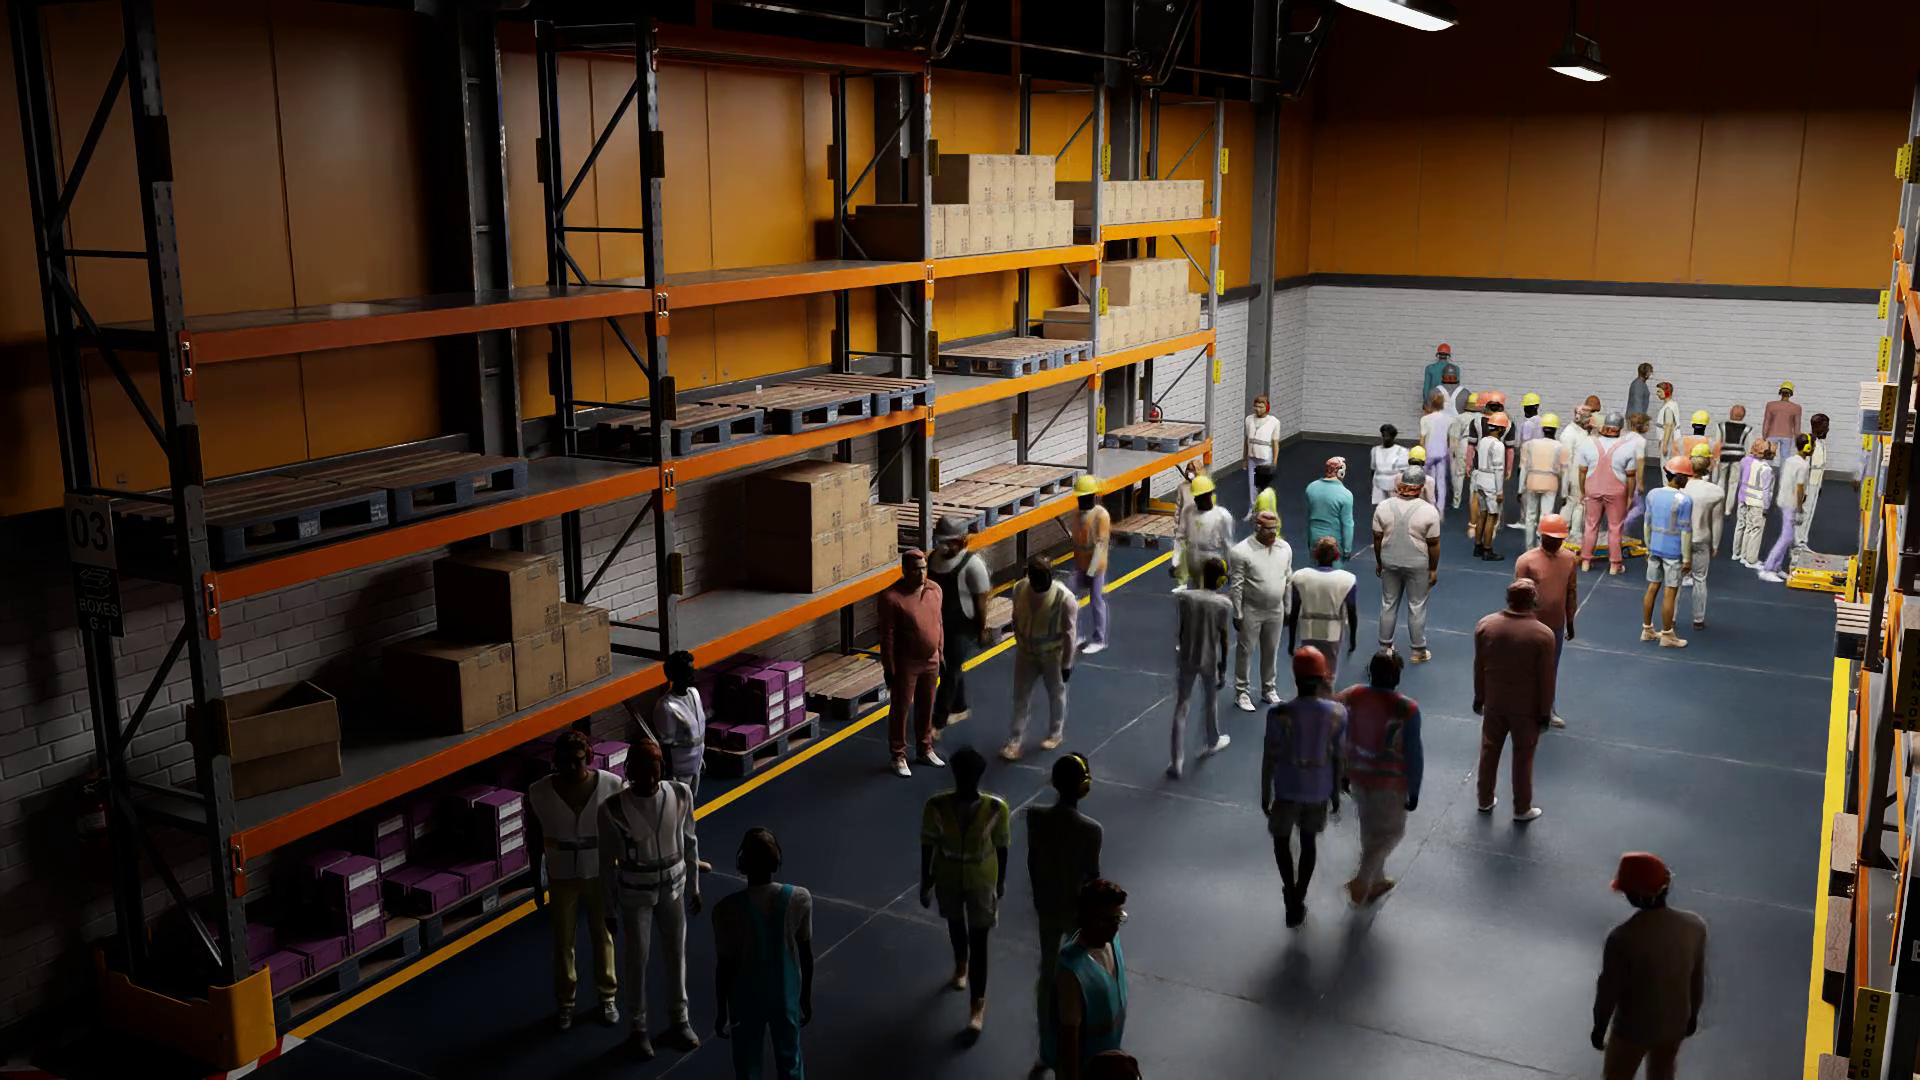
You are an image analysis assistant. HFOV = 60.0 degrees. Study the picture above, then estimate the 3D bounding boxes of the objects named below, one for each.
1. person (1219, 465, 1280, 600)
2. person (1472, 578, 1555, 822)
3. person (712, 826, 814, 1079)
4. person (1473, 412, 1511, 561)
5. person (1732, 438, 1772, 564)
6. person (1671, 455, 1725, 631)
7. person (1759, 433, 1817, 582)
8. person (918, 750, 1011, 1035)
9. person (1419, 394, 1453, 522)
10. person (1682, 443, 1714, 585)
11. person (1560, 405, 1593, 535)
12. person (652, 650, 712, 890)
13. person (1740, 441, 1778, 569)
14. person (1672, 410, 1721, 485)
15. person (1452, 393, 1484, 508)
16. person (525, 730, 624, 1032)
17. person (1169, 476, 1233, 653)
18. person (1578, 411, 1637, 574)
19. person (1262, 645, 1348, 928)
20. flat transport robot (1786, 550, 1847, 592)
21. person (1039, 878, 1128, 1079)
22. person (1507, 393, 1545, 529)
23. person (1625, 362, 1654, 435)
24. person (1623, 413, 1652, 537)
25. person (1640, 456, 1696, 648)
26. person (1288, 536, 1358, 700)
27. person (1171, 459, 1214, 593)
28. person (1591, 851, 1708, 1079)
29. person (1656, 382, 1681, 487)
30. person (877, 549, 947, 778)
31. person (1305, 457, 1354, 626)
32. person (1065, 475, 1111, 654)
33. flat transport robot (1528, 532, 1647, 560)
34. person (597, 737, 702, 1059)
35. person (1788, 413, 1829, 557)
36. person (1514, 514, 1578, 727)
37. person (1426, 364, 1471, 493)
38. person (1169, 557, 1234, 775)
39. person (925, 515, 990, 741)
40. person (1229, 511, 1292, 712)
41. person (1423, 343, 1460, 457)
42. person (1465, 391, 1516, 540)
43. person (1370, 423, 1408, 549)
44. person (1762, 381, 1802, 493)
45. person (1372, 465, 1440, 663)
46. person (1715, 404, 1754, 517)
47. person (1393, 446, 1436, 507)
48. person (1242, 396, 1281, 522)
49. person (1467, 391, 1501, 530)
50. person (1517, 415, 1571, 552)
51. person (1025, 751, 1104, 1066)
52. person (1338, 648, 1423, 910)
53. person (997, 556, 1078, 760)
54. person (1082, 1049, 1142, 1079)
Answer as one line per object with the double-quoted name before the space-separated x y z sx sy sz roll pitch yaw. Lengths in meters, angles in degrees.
"person" 3.481 -0.060 19.278 0.848 1.636 0.545 5 14 21
"person" 4.299 1.225 12.929 0.655 1.907 0.406 12 17 42
"person" -0.974 2.299 8.260 0.507 1.846 0.344 -5 14 -22
"person" 6.880 -0.695 21.489 0.389 1.925 0.550 -2 13 -9
"person" 10.131 -0.493 21.241 0.324 1.631 0.520 -4 13 -18
"person" 8.000 0.027 18.229 0.638 1.936 0.391 5 14 23
"person" 10.126 -0.396 20.370 0.519 1.842 0.513 2 13 9
"person" 0.025 2.028 9.909 0.536 1.648 0.890 2 13 8
"person" 6.809 -1.203 24.036 0.530 1.794 0.884 -2 13 -9
"person" 8.907 -0.317 20.230 0.365 1.736 0.488 -3 13 -12
"person" 8.311 -0.883 22.403 0.400 1.894 0.653 12 17 43
"person" -1.960 1.597 11.736 0.319 1.697 0.533 4 13 16
"person" 10.093 -0.440 21.009 0.318 1.631 0.524 1 13 6
"person" 9.535 -0.722 21.595 0.584 1.928 0.373 8 15 31
"person" 7.592 -1.325 24.745 0.493 1.728 0.324 3 13 13
"person" -2.227 1.972 9.752 0.568 1.839 0.383 -4 13 -16
"person" 2.525 0.255 17.418 0.586 1.851 1.049 10 16 38
"person" 8.105 -0.603 20.808 0.688 2.000 0.535 9 15 34
"person" 2.278 1.659 10.986 0.551 1.915 0.664 0 13 0
"flat transport robot" 10.570 0.372 20.440 0.652 0.197 1.431 7 14 29
"person" 0.583 2.427 7.696 0.396 1.841 0.565 5 14 23
"person" 7.990 -1.105 23.357 0.396 1.913 0.591 10 16 39
"person" 10.989 -1.924 26.995 0.380 1.932 0.623 5 13 19
"person" 8.941 -0.792 22.126 0.376 1.828 0.617 -2 13 -9
"person" 7.496 0.124 17.567 0.393 2.036 0.605 -5 13 -21
"person" 3.233 0.850 14.782 0.575 1.822 0.660 4 13 18
"person" 2.762 -0.152 19.711 0.497 1.633 0.284 8 15 33
"person" 3.392 2.362 8.231 0.598 1.735 0.359 -4 13 -16
"person" 10.730 -1.486 25.261 0.419 1.828 0.561 5 14 22
"person" -0.370 1.011 13.885 0.651 1.907 0.409 -10 16 -39
"person" 4.088 0.021 18.348 0.399 1.900 0.645 -10 16 -37
"person" 1.277 0.272 17.203 0.667 1.893 0.580 -10 16 -37
"flat transport robot" 8.217 0.084 21.729 1.431 0.197 0.652 -5 14 -22
"person" -1.755 2.017 9.450 0.584 1.879 0.363 -8 15 -32
"person" 10.995 -0.700 21.548 0.391 1.911 0.586 11 17 41
"person" 5.263 0.730 14.975 0.614 1.987 0.408 -3 13 -13
"person" 7.588 -1.746 25.925 0.686 2.000 0.535 2 13 9
"person" 2.062 1.037 13.998 0.483 1.806 0.936 6 14 24
"person" -0.163 0.742 14.787 0.692 2.000 0.961 11 17 41
"person" 2.818 0.654 15.504 0.643 1.900 0.399 -5 13 -20
"person" 8.438 -2.453 29.193 0.622 1.992 0.395 2 13 10
"person" 7.222 -1.016 22.689 0.619 2.028 0.409 4 13 17
"person" 5.738 -0.737 22.220 0.534 1.684 0.600 9 15 34
"person" 12.786 -1.597 25.915 0.535 1.753 0.341 6 14 25
"person" 4.606 0.230 17.079 0.689 2.000 0.537 9 15 34
"person" 11.281 -1.170 24.279 0.545 1.614 0.598 7 14 29
"person" 5.412 -0.243 19.818 0.533 1.769 0.311 11 16 39
"person" 4.296 -1.145 23.701 0.563 1.836 0.399 12 17 43
"person" 7.356 -1.117 23.288 0.623 1.956 0.636 5 13 20
"person" 7.556 -0.670 21.494 0.619 1.884 0.774 7 14 28
"person" 0.586 2.066 9.286 0.545 1.862 0.399 8 15 31
"person" 2.827 1.629 11.317 0.630 1.821 0.677 12 17 43
"person" 0.665 1.009 14.156 0.651 1.784 0.990 6 14 26
"person" 0.591 2.775 6.594 0.274 1.636 0.507 10 16 39
